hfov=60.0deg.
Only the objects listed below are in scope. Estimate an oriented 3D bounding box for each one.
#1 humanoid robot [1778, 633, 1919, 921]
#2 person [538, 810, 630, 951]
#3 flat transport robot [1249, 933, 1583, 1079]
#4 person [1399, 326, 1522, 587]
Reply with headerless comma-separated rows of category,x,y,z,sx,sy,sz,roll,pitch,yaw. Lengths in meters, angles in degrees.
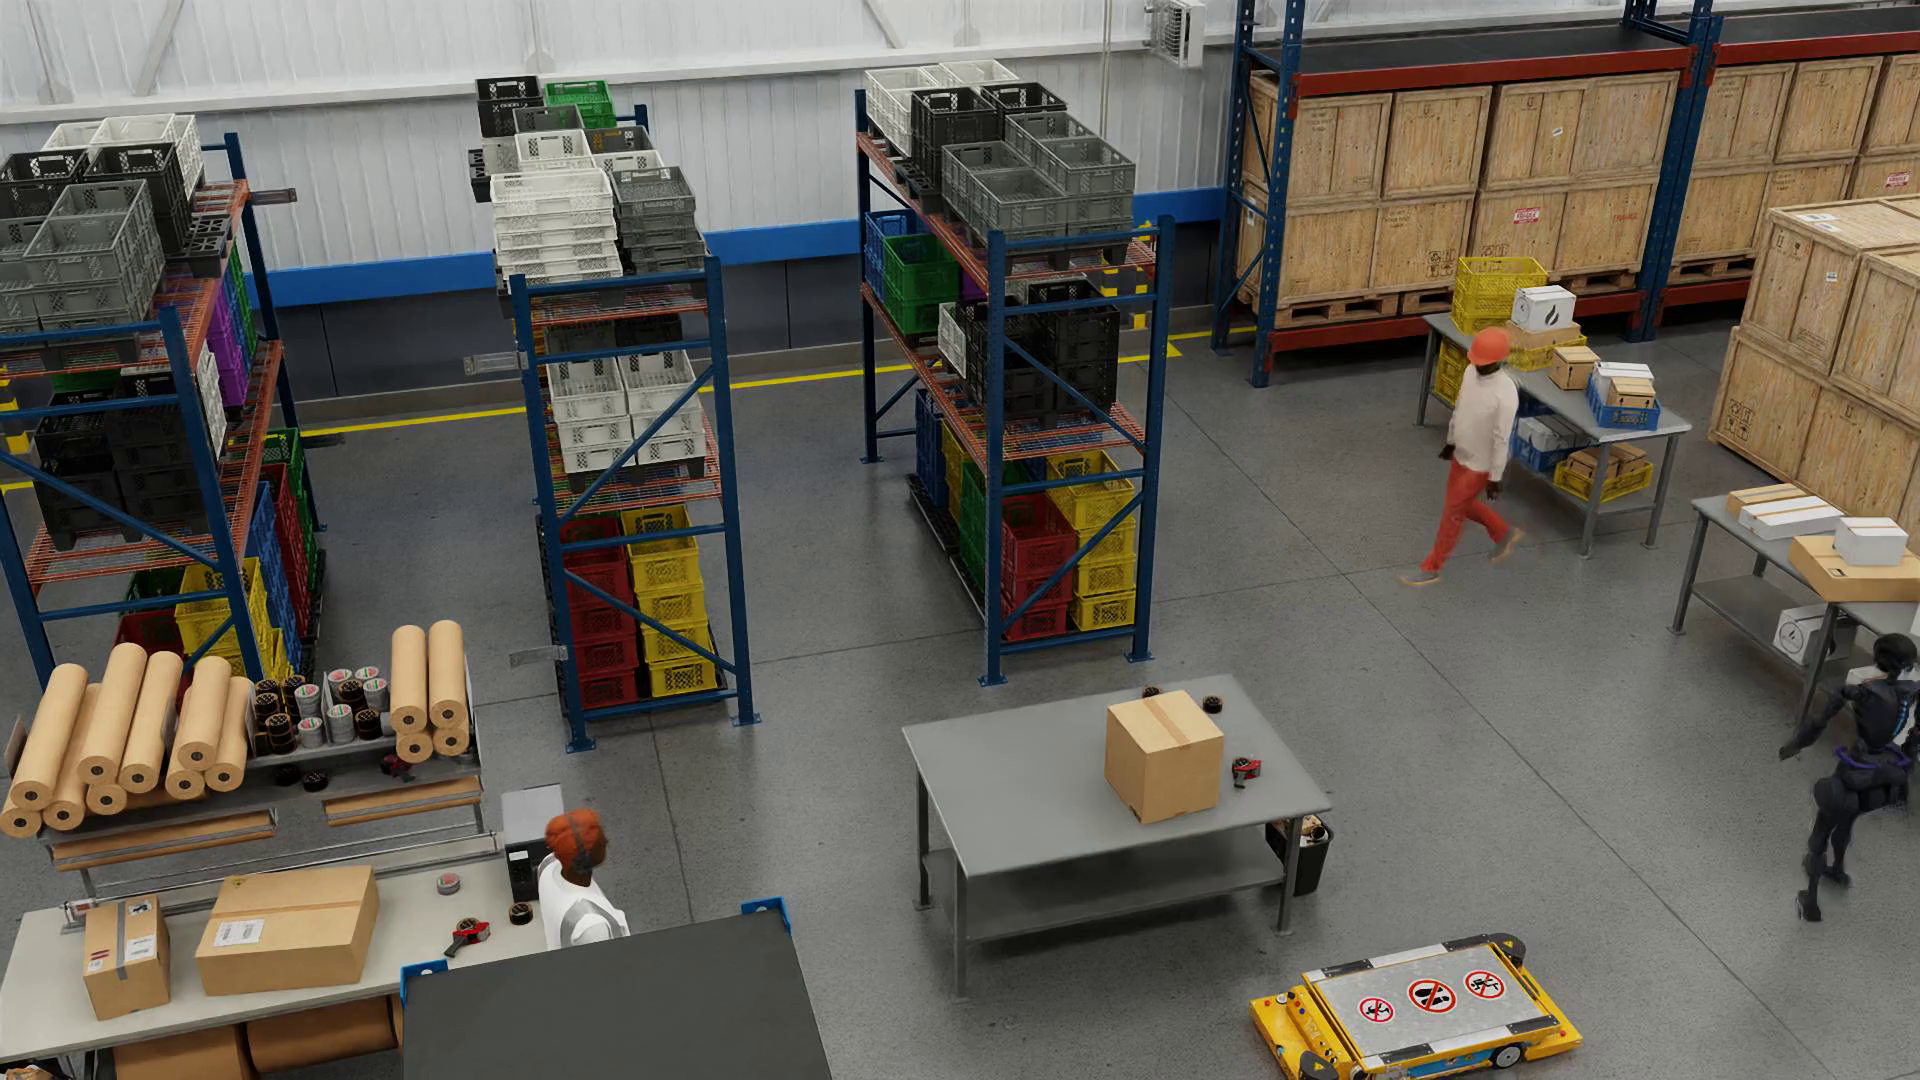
humanoid robot,4.594,1.165,8.592,0.561,1.643,0.498,-6,29,-11
person,-1.521,1.917,6.999,0.356,1.882,0.574,-17,33,-29
flat transport robot,2.184,2.282,7.980,1.431,0.197,0.652,-8,30,-14
person,3.578,-0.590,11.490,0.799,1.958,0.656,-5,29,-10
